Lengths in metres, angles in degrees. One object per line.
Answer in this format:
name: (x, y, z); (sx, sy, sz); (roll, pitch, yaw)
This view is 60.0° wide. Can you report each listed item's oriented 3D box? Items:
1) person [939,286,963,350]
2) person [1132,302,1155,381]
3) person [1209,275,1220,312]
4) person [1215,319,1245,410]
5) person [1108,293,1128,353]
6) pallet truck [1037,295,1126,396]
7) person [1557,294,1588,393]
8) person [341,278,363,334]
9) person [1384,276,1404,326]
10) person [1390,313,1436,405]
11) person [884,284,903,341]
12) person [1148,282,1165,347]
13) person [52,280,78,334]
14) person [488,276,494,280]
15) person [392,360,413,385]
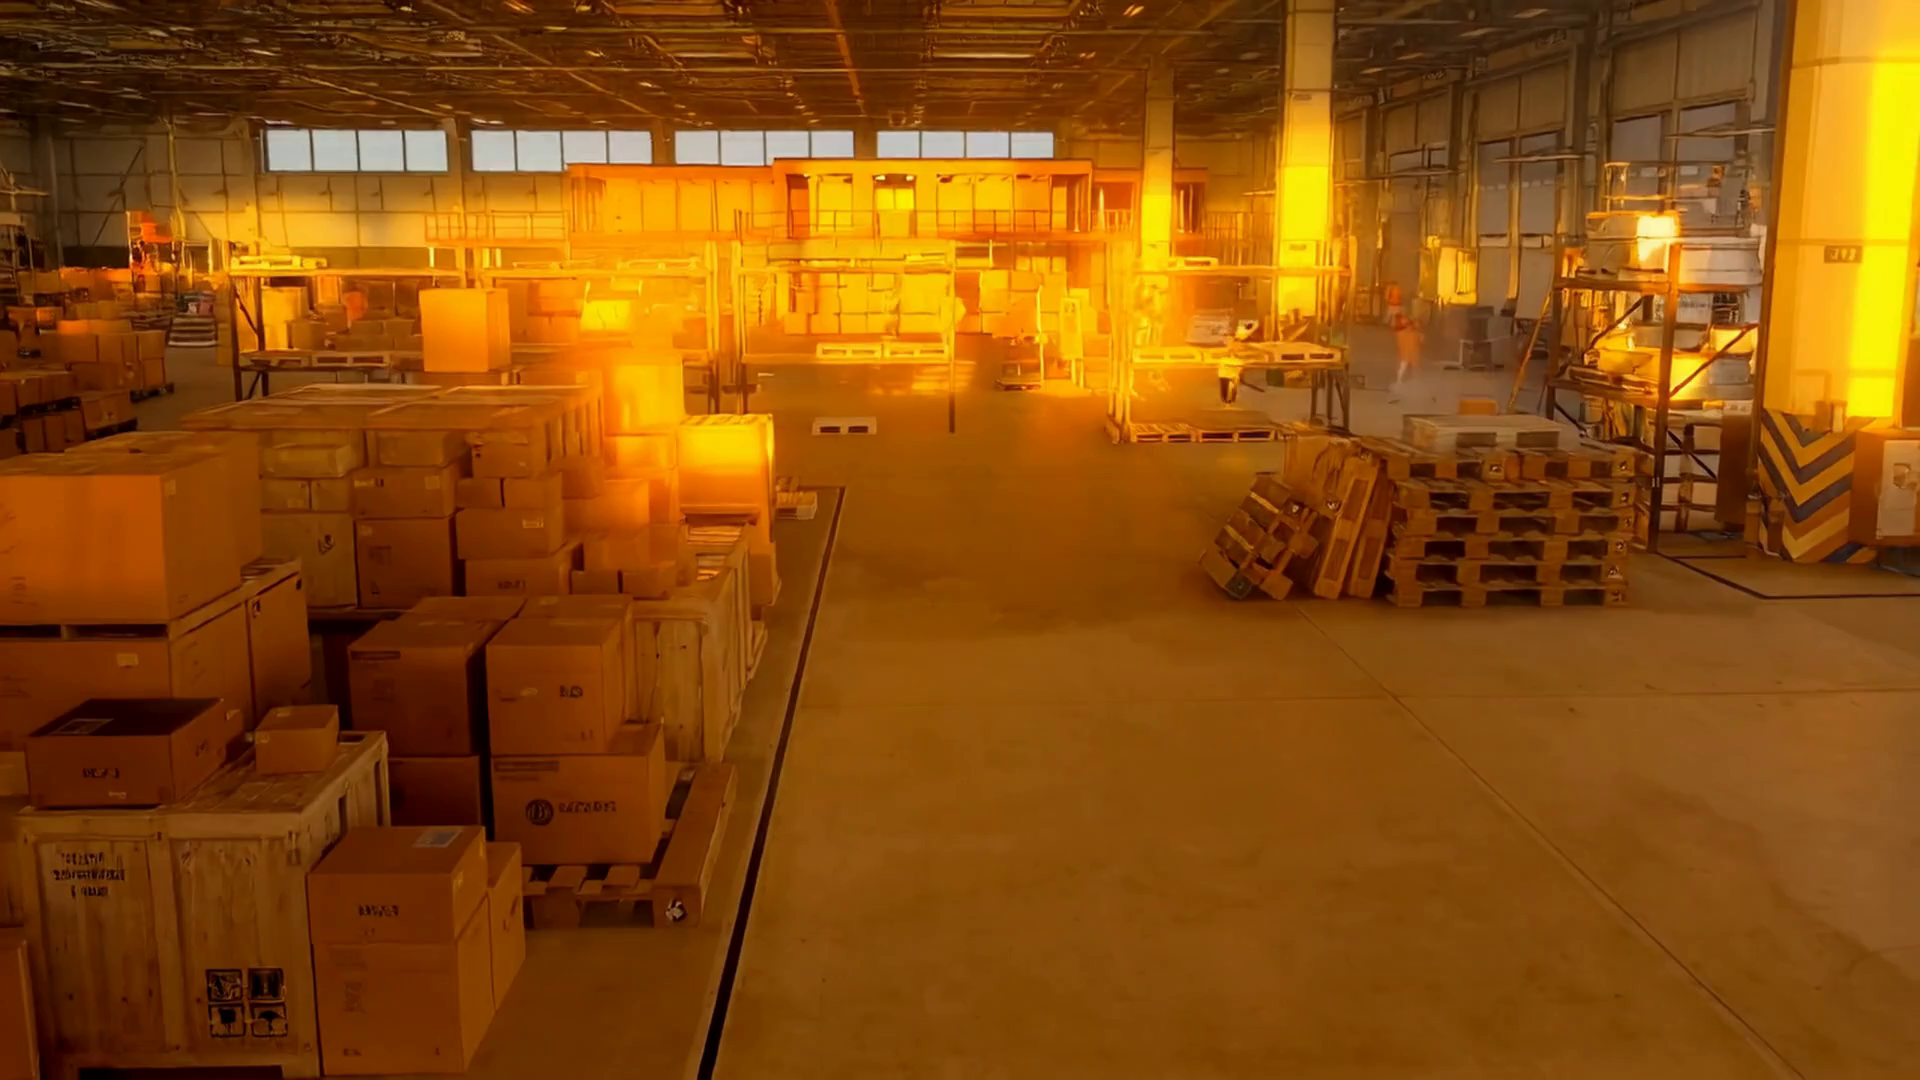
person: (-0.237, -6.005, 45.188); (0.645, 1.887, 1.010); (1, 10, 4)
person: (4.008, -4.343, 36.449); (0.503, 1.705, 0.840); (6, 12, 32)
person: (9.556, -9.076, 62.076); (0.627, 1.974, 0.746); (-8, 13, -39)
person: (4.786, -3.098, 29.586); (0.579, 1.670, 0.570); (0, 10, 0)
person: (3.498, -4.514, 36.821); (0.586, 1.917, 0.407); (-8, 13, -36)
pallet truck: (2.483, -3.881, 33.060); (1.885, 1.965, 0.823); (-7, 13, -36)
person: (12.308, -3.940, 33.425); (0.610, 1.986, 0.392); (1, 10, 7)
person: (-16.927, -6.285, 46.386); (0.617, 2.030, 0.476); (-7, 13, -36)
person: (14.530, -7.906, 55.788); (0.640, 1.888, 0.789); (0, 10, 2)
person: (8.515, -3.384, 31.091); (0.783, 1.713, 0.556); (-3, 11, -17)
person: (-1.837, -5.992, 45.133); (0.609, 1.889, 0.882); (4, 11, 20)
person: (5.338, -6.133, 45.828); (0.814, 1.910, 0.639); (-9, 14, -41)
person: (-23.305, -5.760, 43.409); (0.538, 2.000, 0.683); (-1, 10, -4)
person: (-18.431, -9.639, 65.564); (0.574, 1.851, 0.957); (1, 10, 8)
person: (-5.872, -1.025, 17.740); (0.525, 1.795, 1.034); (3, 11, 16)
